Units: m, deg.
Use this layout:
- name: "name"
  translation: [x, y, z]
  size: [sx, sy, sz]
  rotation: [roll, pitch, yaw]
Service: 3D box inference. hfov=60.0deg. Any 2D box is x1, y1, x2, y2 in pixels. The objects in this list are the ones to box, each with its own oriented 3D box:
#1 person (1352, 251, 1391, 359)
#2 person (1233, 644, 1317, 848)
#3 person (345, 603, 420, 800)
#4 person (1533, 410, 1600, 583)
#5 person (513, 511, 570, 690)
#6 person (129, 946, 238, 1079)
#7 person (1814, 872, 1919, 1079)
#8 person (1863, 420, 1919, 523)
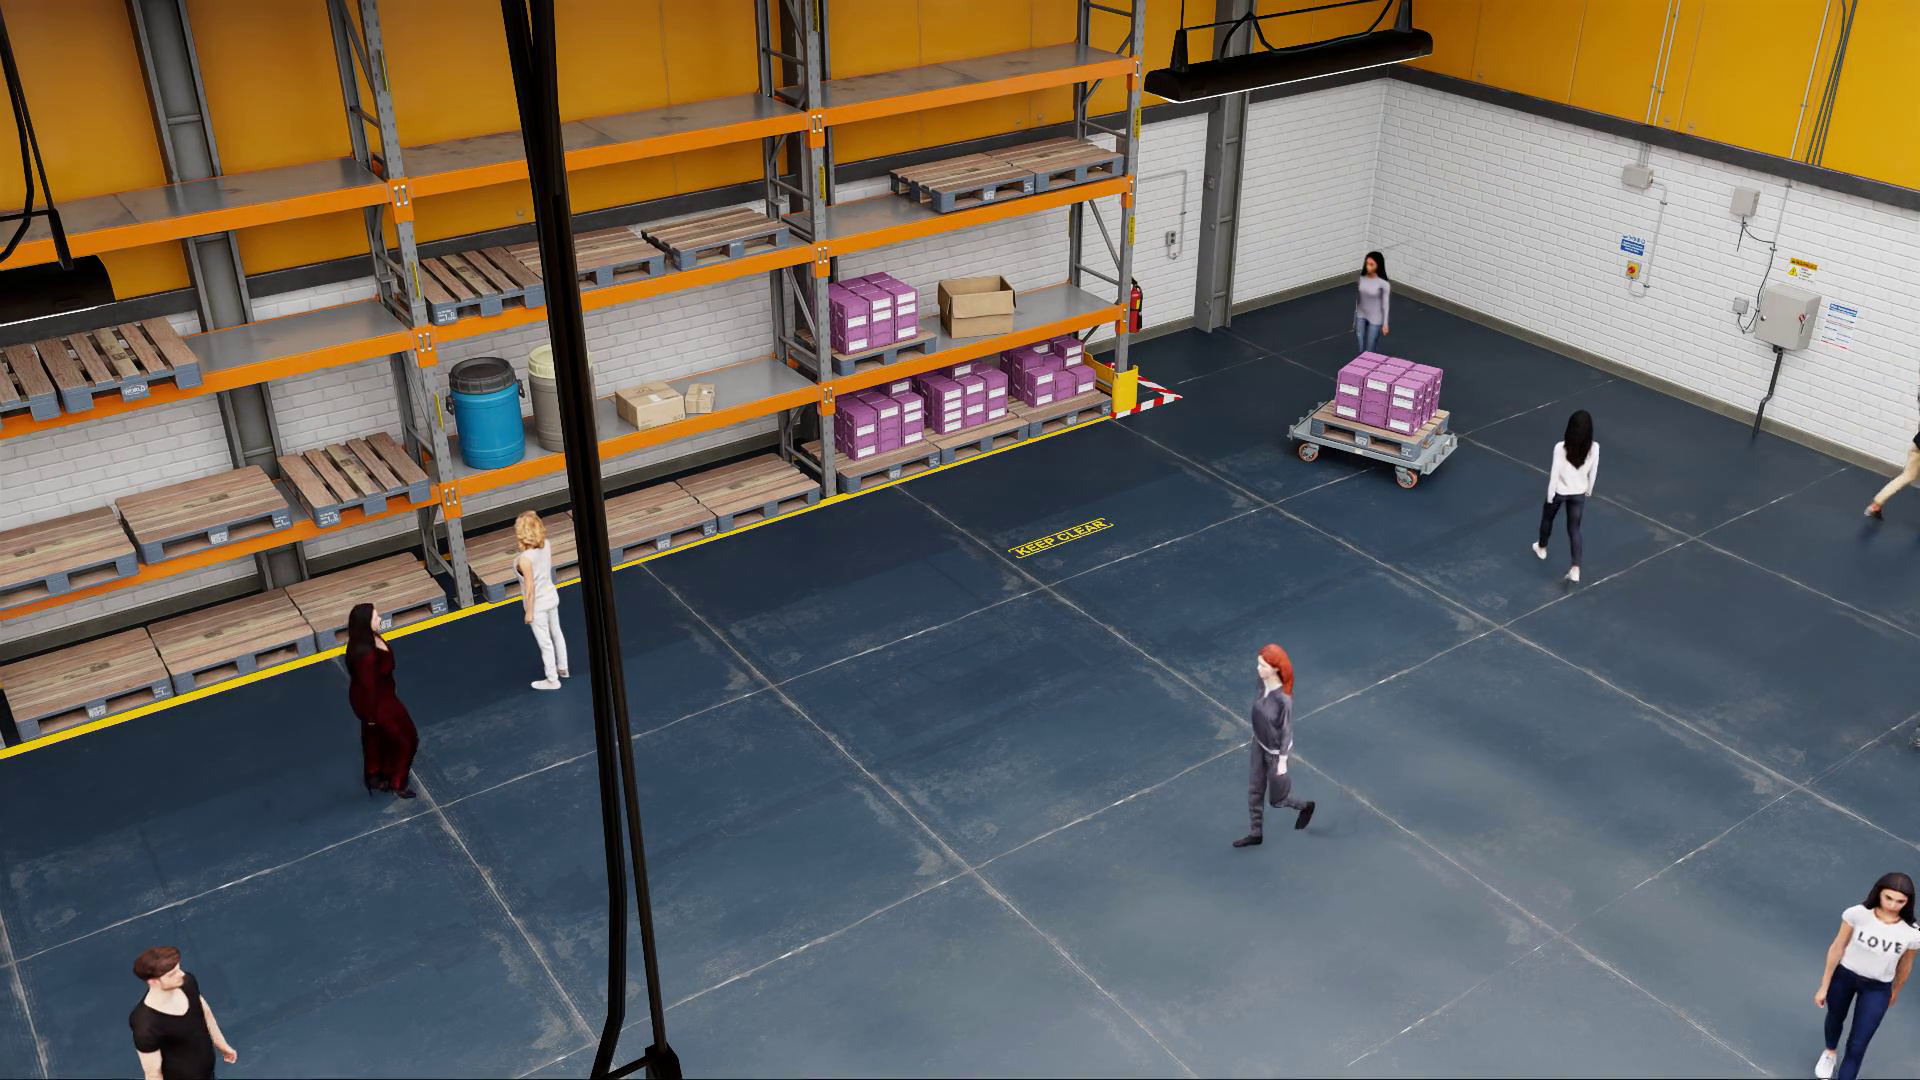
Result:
- name: "person"
  translation: [4.979, -2.663, 19.948]
  size: [0.798, 1.713, 0.629]
  rotation: [-20, 35, -33]
- name: "person"
  translation: [2.355, 1.529, 12.219]
  size: [0.919, 1.757, 0.695]
  rotation: [-12, 31, -21]
- name: "person"
  translation: [-4.563, 1.265, 12.716]
  size: [0.727, 1.742, 0.721]
  rotation: [-13, 31, -23]
- name: "person"
  translation: [5.821, -0.388, 15.831]
  size: [1.140, 1.661, 1.079]
  rotation: [0, 29, 0]
- name: "person"
  translation: [-3.569, 0.510, 14.176]
  size: [0.740, 1.670, 0.669]
  rotation: [7, 29, 13]
- name: "person"
  translation: [-4.439, 3.012, 9.379]
  size: [1.275, 1.872, 1.124]
  rotation: [1, 29, 1]
- name: "person"
  translation: [5.491, 2.673, 10.143]
  size: [0.811, 1.735, 1.107]
  rotation: [20, 35, 32]
- name: "person"
  translation: [9.604, -0.913, 16.623]
  size: [1.186, 1.826, 1.017]
  rotation: [-2, 29, -4]
